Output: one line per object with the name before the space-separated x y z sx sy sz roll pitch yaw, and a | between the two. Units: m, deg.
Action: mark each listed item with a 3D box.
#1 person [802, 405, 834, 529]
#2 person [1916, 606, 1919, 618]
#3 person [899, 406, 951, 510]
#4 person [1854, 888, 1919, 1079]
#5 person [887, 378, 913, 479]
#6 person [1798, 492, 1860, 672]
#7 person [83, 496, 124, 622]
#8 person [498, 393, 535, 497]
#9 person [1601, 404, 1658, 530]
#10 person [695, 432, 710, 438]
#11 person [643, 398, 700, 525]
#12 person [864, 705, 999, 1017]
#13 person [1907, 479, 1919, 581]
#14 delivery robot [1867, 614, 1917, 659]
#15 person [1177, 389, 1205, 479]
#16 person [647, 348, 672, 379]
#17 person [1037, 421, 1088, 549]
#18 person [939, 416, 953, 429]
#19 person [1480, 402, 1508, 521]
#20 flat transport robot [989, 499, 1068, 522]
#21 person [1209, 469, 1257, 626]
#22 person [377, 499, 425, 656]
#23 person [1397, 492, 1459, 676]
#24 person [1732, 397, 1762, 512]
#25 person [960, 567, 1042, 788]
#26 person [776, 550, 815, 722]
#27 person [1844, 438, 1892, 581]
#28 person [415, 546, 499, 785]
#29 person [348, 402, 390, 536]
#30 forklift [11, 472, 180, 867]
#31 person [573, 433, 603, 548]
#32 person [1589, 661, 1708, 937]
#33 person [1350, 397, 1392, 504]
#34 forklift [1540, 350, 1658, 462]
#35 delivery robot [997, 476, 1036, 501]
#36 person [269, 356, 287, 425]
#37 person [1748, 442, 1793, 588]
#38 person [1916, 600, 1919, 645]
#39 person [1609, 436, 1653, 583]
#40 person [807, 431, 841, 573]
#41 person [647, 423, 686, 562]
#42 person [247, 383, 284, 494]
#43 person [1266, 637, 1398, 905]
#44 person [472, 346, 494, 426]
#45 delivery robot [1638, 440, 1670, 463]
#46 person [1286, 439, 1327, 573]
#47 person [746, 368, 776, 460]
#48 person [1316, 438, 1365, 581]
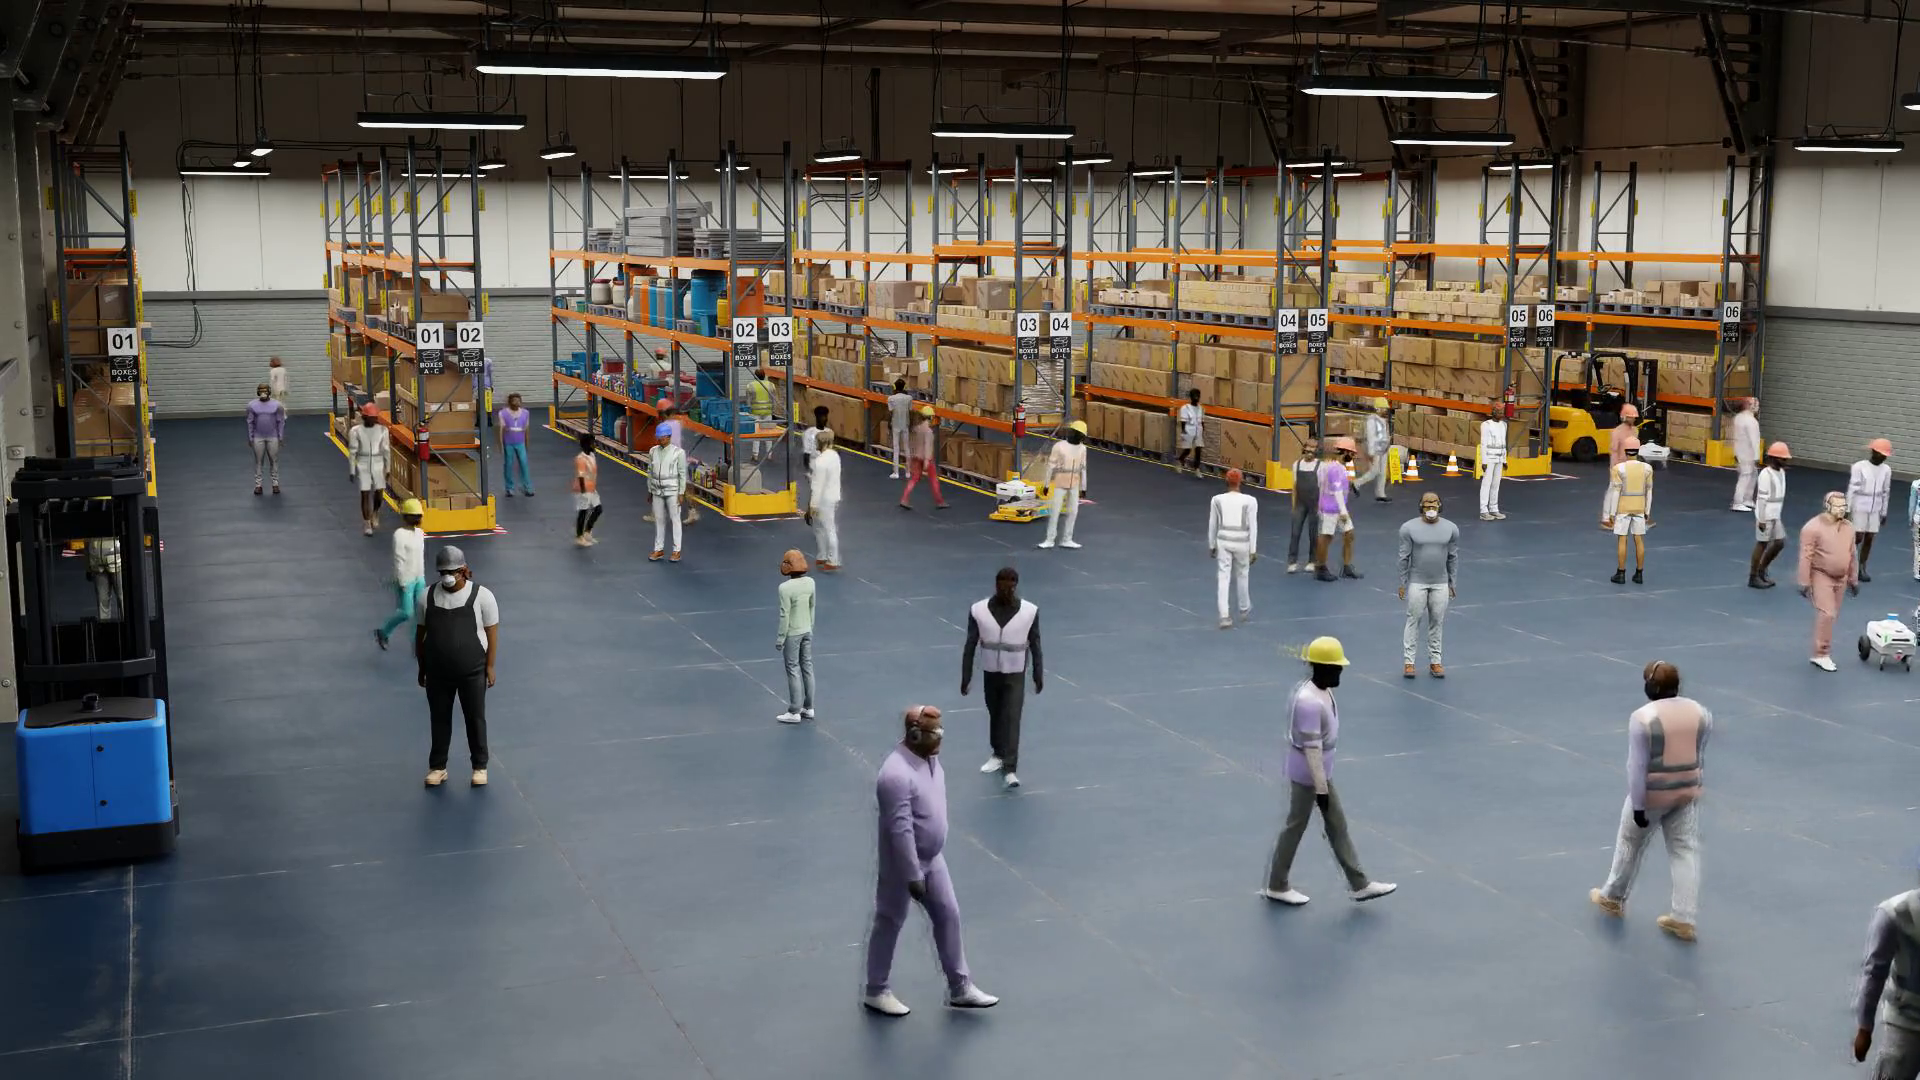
person | -2.132 -1.088 32.028 0.427 1.955 0.630 7 11 41
person | 11.458 0.130 24.320 0.672 1.842 1.019 1 9 6
person | -0.613 -1.360 34.624 0.888 1.722 0.530 -4 10 -27
person | 4.521 2.274 9.888 0.786 1.897 0.559 0 9 -3
person | -1.115 -2.078 38.931 0.510 1.872 0.329 -3 9 -18
person | 9.231 0.441 22.050 0.673 1.887 0.657 -3 9 -22
person | -9.433 0.294 23.240 0.599 1.830 0.403 1 9 5
person | -7.664 -1.624 36.130 0.593 1.805 0.911 -5 10 -28
person | 10.263 -1.095 32.101 0.666 1.946 0.986 -5 10 -32
person | -5.673 -3.097 46.513 0.556 1.629 0.371 1 9 9
person | -4.519 -1.224 32.845 1.029 2.003 0.614 5 10 32
person | -0.184 1.911 12.346 0.889 1.873 0.668 4 9 26
person | 12.737 -0.238 27.509 0.521 1.623 0.568 3 9 20
delivery robot | 9.958 1.032 22.385 0.477 0.478 0.707 1 9 8
person | 4.300 -1.998 38.997 0.541 1.679 0.562 -4 9 -23
person | -6.766 -3.360 47.207 0.666 1.942 0.987 -3 9 -18
person | 1.496 -0.792 30.346 0.762 1.876 0.426 -4 9 -25
person | -0.325 -3.275 47.383 0.521 1.733 0.299 -7 11 -39
person | 8.535 -1.264 33.460 0.572 1.883 0.356 -6 11 -37
flat transport robot | 1.131 -0.491 33.793 0.652 0.197 1.431 6 10 33
person | 3.231 0.067 24.754 0.605 1.827 1.002 3 9 20
person | -6.022 0.410 22.733 0.575 1.747 0.528 4 9 23
person | 4.868 0.458 21.794 0.636 1.938 0.355 0 9 -1
person | 13.026 -1.406 34.394 0.664 1.883 0.668 0 9 1
person | 0.338 1.130 17.652 0.675 1.847 1.024 1 9 10
person | -1.557 0.902 19.844 0.271 1.632 0.508 6 10 34
person | 11.989 -0.410 27.689 0.611 1.908 0.534 -1 9 -6
person | -4.227 1.069 17.521 0.688 2.000 0.536 0 9 1
person | -8.951 -1.078 31.760 0.629 2.021 0.419 -3 9 -21
forklift | -6.630 0.886 15.957 1.129 2.768 1.873 -3 9 -21
person | -5.431 -0.722 30.502 0.419 1.674 0.553 2 9 11
person | 4.634 1.688 14.045 0.633 1.806 0.887 -3 9 -18
person | 7.014 -1.530 35.501 0.614 1.810 0.591 6 11 36
forklift | 12.897 -2.725 42.309 2.313 2.155 1.214 -3 9 -21
delivery robot | 0.925 -0.810 34.671 0.477 0.478 0.707 -7 11 -39
person | -16.083 -3.515 49.333 0.366 1.618 0.530 3 9 21
person | 10.497 -0.316 27.090 0.556 1.911 0.497 -8 12 -43
person | 9.435 0.894 19.994 0.536 1.594 0.830 5 10 29
person | 8.804 -0.402 27.538 0.551 1.933 0.366 -1 9 -5
person | -1.920 -0.522 28.374 0.668 1.921 0.655 2 9 16
person | -4.116 -0.676 29.326 0.601 1.948 0.386 3 9 22
person | -12.185 -1.789 36.770 0.627 1.941 0.371 -2 9 -14
person | 2.547 1.598 14.333 0.946 1.885 0.615 3 9 21
person | -11.220 -3.645 49.143 0.545 1.942 0.349 -3 9 -17
delivery robot | 13.388 -1.701 40.607 0.707 0.478 0.477 2 9 16
person | 4.702 -0.456 28.273 0.526 1.812 0.629 5 10 28
person | -3.998 -2.528 42.015 0.627 1.847 0.429 -3 9 -18
person | 5.055 -0.389 27.585 0.768 1.890 0.591 5 10 29
